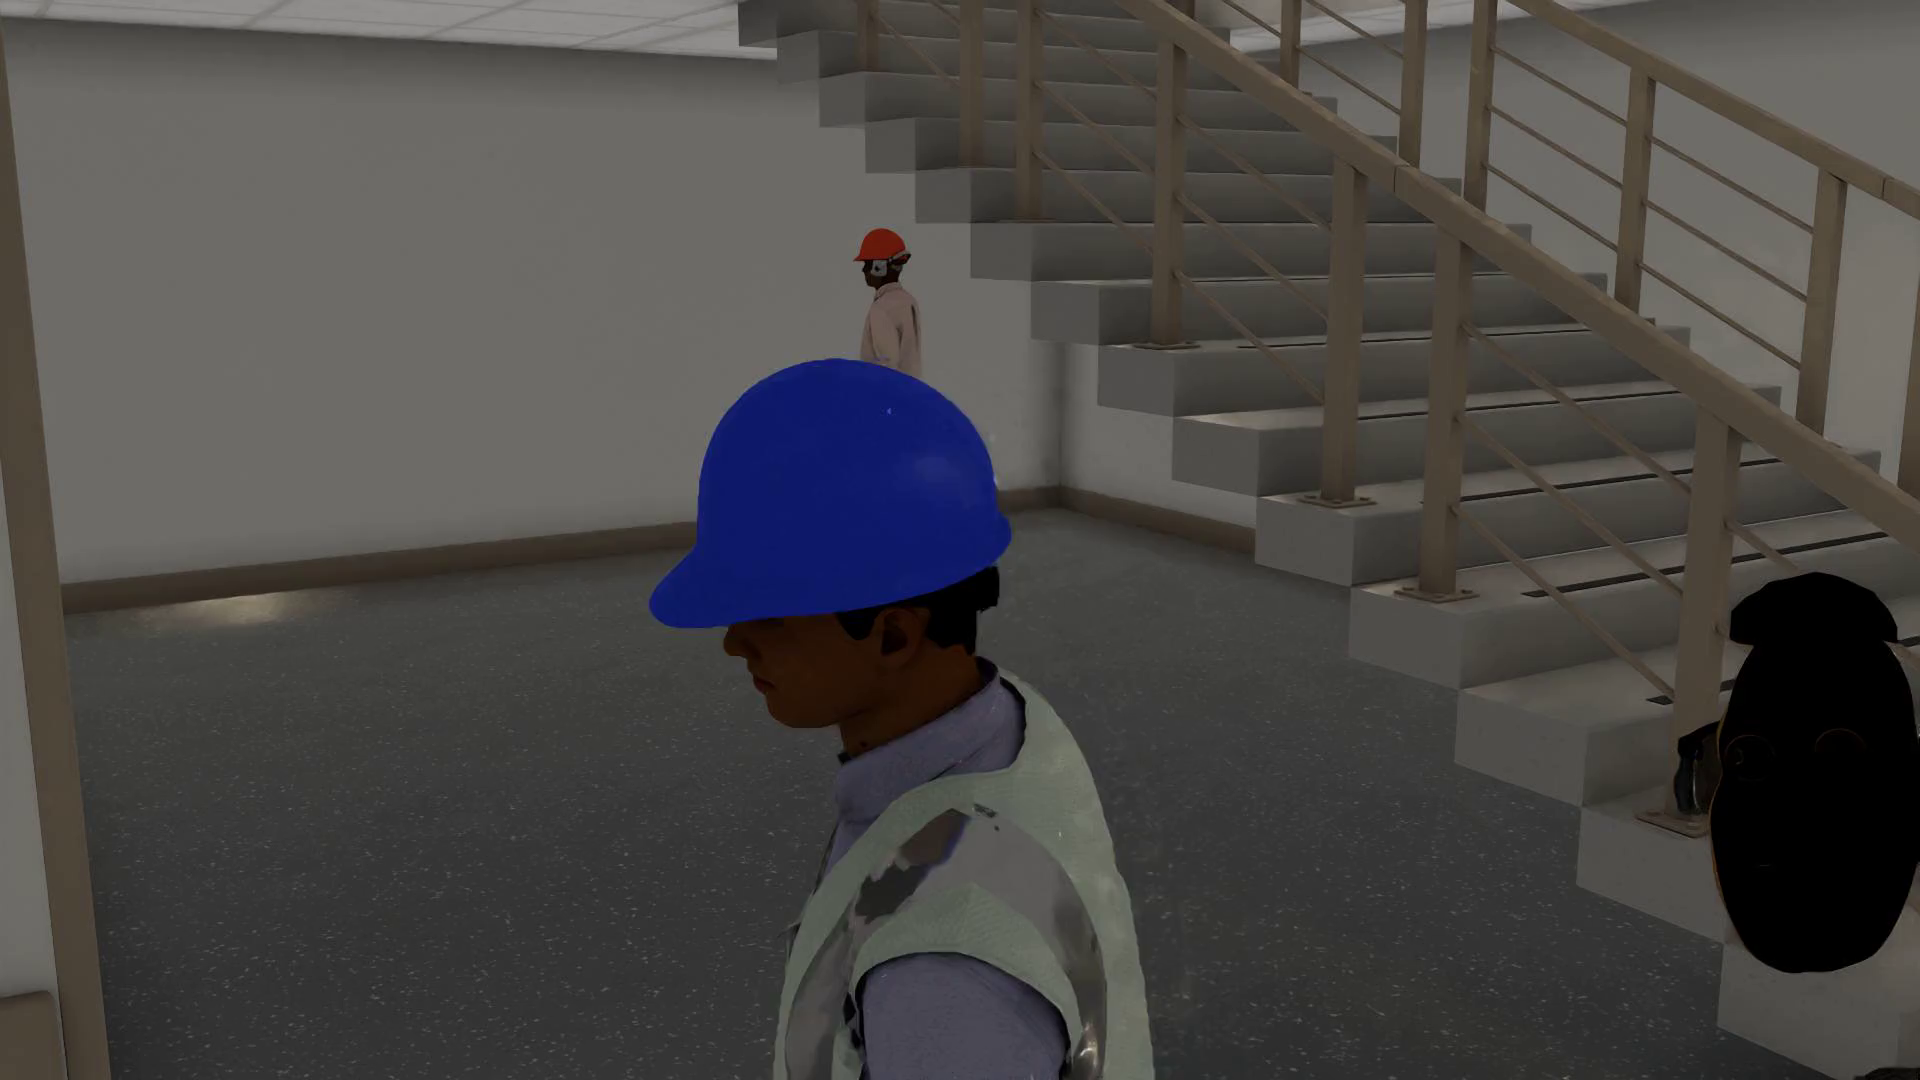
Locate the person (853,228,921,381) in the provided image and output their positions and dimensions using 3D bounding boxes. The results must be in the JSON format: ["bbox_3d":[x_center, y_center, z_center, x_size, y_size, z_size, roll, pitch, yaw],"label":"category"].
[{"bbox_3d":[-0.403,-0.730,9.302,0.396,1.992,0.622,2,11,13],"label":"person"}]

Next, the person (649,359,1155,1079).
[{"bbox_3d":[0.075,0.778,1.577,0.663,1.916,0.630,1,11,6],"label":"person"}]
